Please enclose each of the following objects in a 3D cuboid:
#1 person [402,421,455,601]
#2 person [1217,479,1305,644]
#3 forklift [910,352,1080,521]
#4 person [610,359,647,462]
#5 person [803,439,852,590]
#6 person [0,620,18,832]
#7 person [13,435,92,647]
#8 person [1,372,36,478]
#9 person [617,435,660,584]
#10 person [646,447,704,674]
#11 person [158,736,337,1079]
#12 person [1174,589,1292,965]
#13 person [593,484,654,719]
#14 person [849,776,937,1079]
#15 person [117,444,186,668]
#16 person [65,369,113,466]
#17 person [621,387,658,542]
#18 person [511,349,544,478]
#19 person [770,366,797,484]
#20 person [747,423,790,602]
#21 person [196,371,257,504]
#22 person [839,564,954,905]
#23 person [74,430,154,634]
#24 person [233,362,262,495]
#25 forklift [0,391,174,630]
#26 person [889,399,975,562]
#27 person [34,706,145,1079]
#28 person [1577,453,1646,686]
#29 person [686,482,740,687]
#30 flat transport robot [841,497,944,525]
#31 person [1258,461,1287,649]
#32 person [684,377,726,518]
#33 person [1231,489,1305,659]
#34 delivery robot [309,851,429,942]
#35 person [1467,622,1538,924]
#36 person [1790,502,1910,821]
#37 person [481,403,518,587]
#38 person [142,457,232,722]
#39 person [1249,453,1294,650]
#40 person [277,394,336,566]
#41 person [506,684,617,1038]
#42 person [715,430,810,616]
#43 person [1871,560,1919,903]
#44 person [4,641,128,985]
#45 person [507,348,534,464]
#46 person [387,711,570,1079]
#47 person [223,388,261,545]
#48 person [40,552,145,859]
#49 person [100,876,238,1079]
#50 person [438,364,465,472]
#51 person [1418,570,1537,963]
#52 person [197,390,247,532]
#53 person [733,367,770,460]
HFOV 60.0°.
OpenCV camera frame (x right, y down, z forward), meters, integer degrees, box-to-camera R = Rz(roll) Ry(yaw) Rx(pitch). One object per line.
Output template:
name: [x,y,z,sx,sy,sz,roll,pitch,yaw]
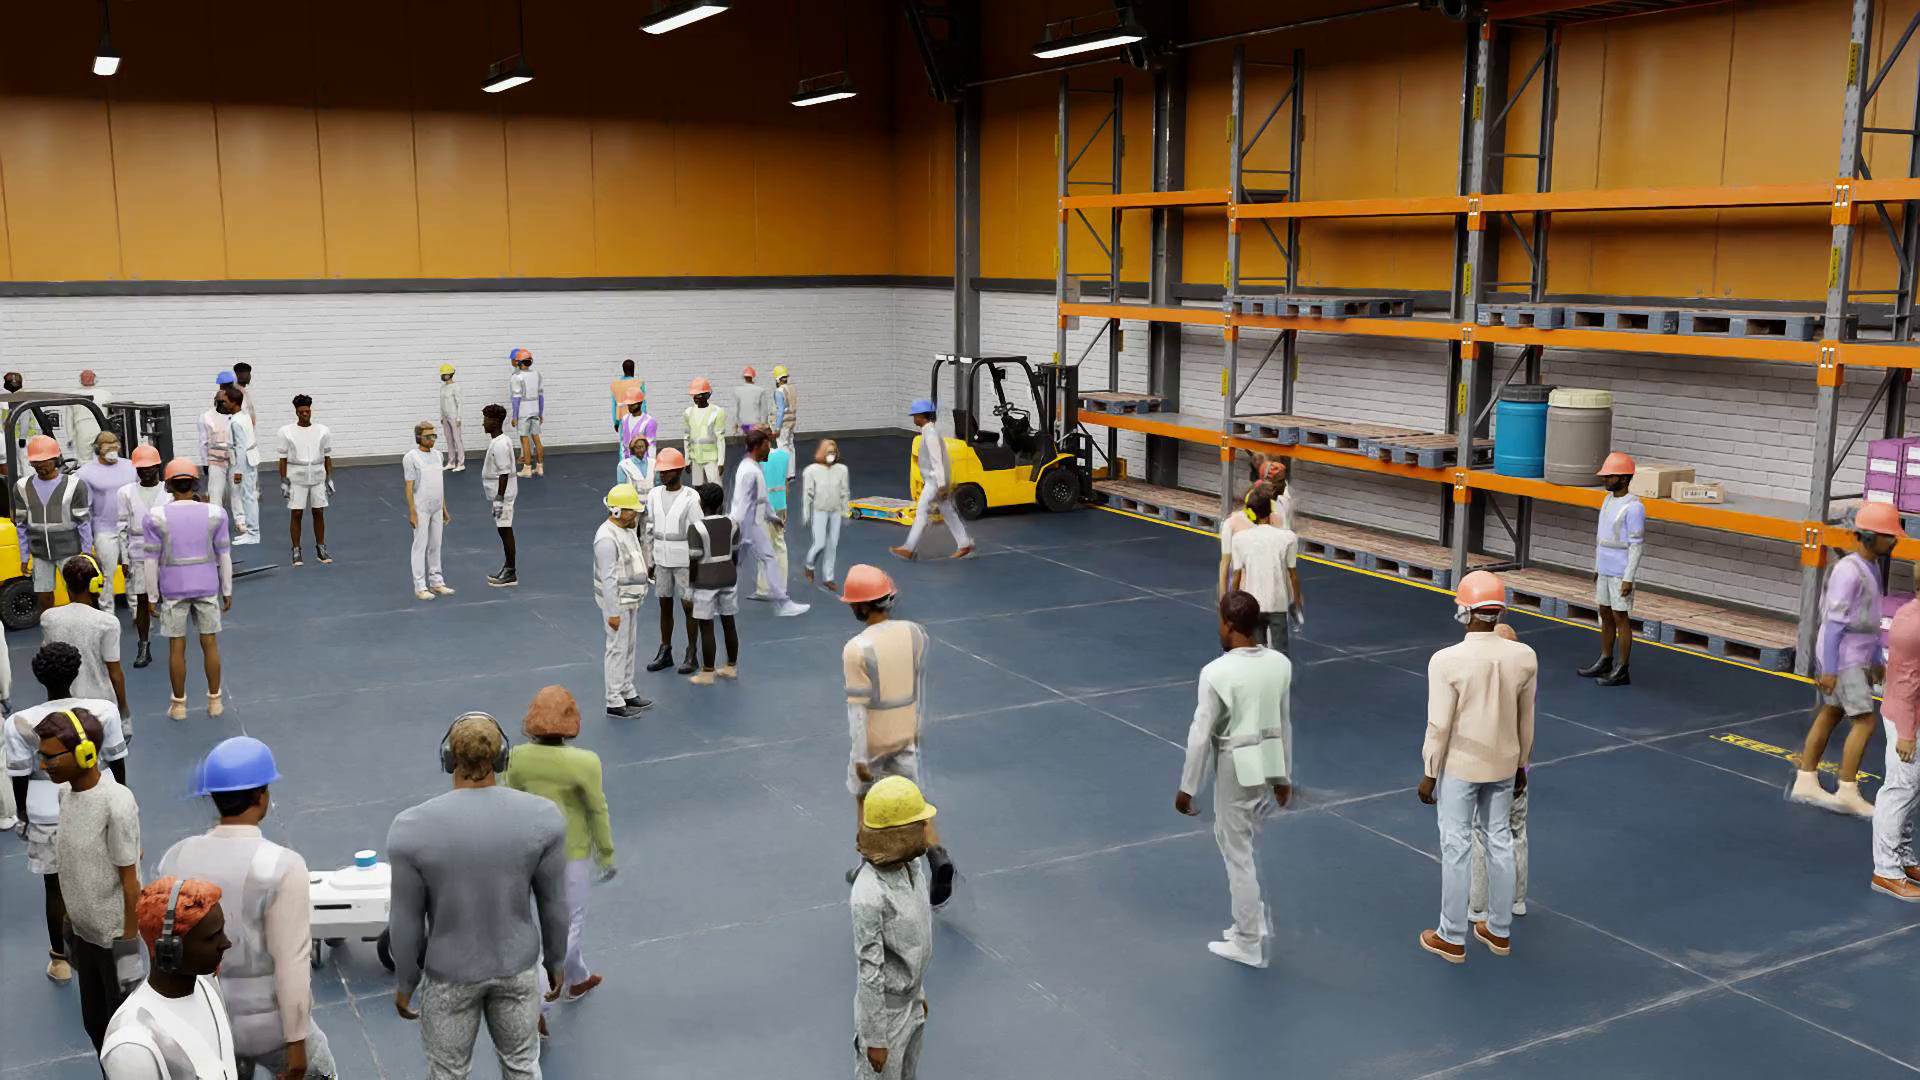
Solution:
person: [-5.494,-0.306,17.190,0.345,1.846,0.508,5,11,26]
person: [2.372,0.418,13.164,0.586,1.791,0.920,-7,12,-34]
forklift: [0.460,-1.461,22.833,2.313,2.155,1.214,-5,11,-28]
person: [-5.168,-1.863,25.976,0.598,1.908,0.401,4,10,20]
person: [-1.424,-0.273,17.648,0.508,1.618,0.398,-6,11,-30]
person: [-6.081,1.017,10.173,0.515,1.636,0.314,-7,12,-33]
person: [-7.771,0.109,14.274,0.604,2.034,0.417,-1,10,-7]
person: [-13.689,-1.523,24.203,0.430,1.845,0.623,-7,12,-34]
person: [-3.428,-0.312,17.815,0.522,1.638,0.310,-8,13,-40]
person: [-2.432,0.175,14.146,0.543,1.939,0.371,4,11,22]
person: [-2.454,1.631,5.796,0.614,1.920,0.586,3,10,15]
person: [1.389,1.196,8.404,0.598,1.898,0.511,-9,14,-43]
person: [-2.603,0.470,12.810,0.403,1.818,0.601,1,10,5]
person: [-0.229,1.692,5.972,0.282,1.746,0.493,3,10,17]
person: [-6.971,0.134,14.386,0.543,1.939,0.360,-4,10,-20]
person: [-12.451,-1.499,23.882,0.653,1.905,0.402,-4,11,-22]
person: [-3.985,-0.927,20.542,0.549,1.926,0.388,6,12,33]
person: [-6.899,-2.015,26.457,0.390,2.041,0.614,7,12,34]
person: [-2.739,-1.783,25.738,0.403,1.825,0.600,3,10,16]
person: [-1.976,-0.283,17.074,0.389,1.837,0.563,9,13,41]
person: [-10.325,-1.415,23.387,0.941,1.903,0.654,2,10,12]
person: [-0.372,1.076,9.069,0.566,1.907,0.784,-8,13,-38]
person: [-7.938,-0.072,15.614,0.367,1.929,0.637,8,13,39]
person: [-10.559,-1.638,24.512,0.364,1.962,0.612,-5,11,-28]
forklift: [-9.026,-0.363,16.508,1.214,2.155,2.313,6,11,29]
person: [-0.307,-0.679,19.204,1.024,1.881,0.644,0,10,1]
person: [-3.346,1.552,6.470,0.528,1.857,0.333,7,12,36]
person: [5.409,0.240,13.778,0.356,1.937,0.552,-1,10,-8]
person: [-2.039,0.363,13.768,0.319,1.696,0.537,9,13,42]
flat transport robot: [-0.937,-0.403,22.273,1.431,0.197,0.652,8,13,39]
person: [2.527,0.289,13.648,0.345,1.882,0.584,5,11,27]
person: [-3.193,-1.011,20.724,0.601,2.036,0.404,5,11,25]
person: [2.270,0.540,12.363,0.559,1.829,0.659,3,10,19]
delivery robot: [-2.997,1.816,8.410,0.707,0.478,0.477,-1,10,-4]
person: [2.861,1.242,8.903,0.513,1.630,0.317,-5,11,-26]
person: [5.702,0.762,10.537,0.743,2.015,0.649,8,13,39]
person: [-4.941,-0.486,17.870,0.366,1.967,0.602,-2,10,-13]
person: [-5.902,0.377,12.748,0.611,2.030,0.409,-6,12,-33]
person: [2.703,0.138,14.723,0.475,1.821,0.624,-2,10,-13]
person: [-7.487,-0.694,19.070,0.602,1.967,0.366,-7,12,-34]
person: [-1.880,1.463,7.690,0.502,1.606,0.772,4,11,22]
person: [-2.048,-0.151,16.296,1.029,1.865,0.597,-2,10,-11]
person: [5.342,1.024,9.264,0.372,1.940,0.629,9,14,43]
person: [-4.362,1.334,8.176,0.529,1.696,0.321,-6,12,-32]
person: [-7.433,-2.268,28.181,0.402,1.949,0.605,1,10,5]
person: [-1.750,1.578,6.111,0.638,1.928,0.367,-4,11,-23]
person: [-8.794,-0.902,20.409,0.396,1.919,0.590,-3,10,-16]
person: [-5.039,1.000,9.635,0.511,1.862,0.325,2,10,9]
person: [-2.168,1.851,4.676,0.358,1.880,0.575,-1,10,-5]
person: [-8.322,-1.992,27.130,0.533,1.765,0.326,8,13,39]
person: [2.604,1.140,8.430,0.622,1.992,0.396,-3,10,-16]
person: [-9.323,-0.987,21.140,0.619,1.837,0.430,-8,13,-38]
person: [-3.435,-1.959,27.078,0.564,1.719,0.838,4,11,20]
